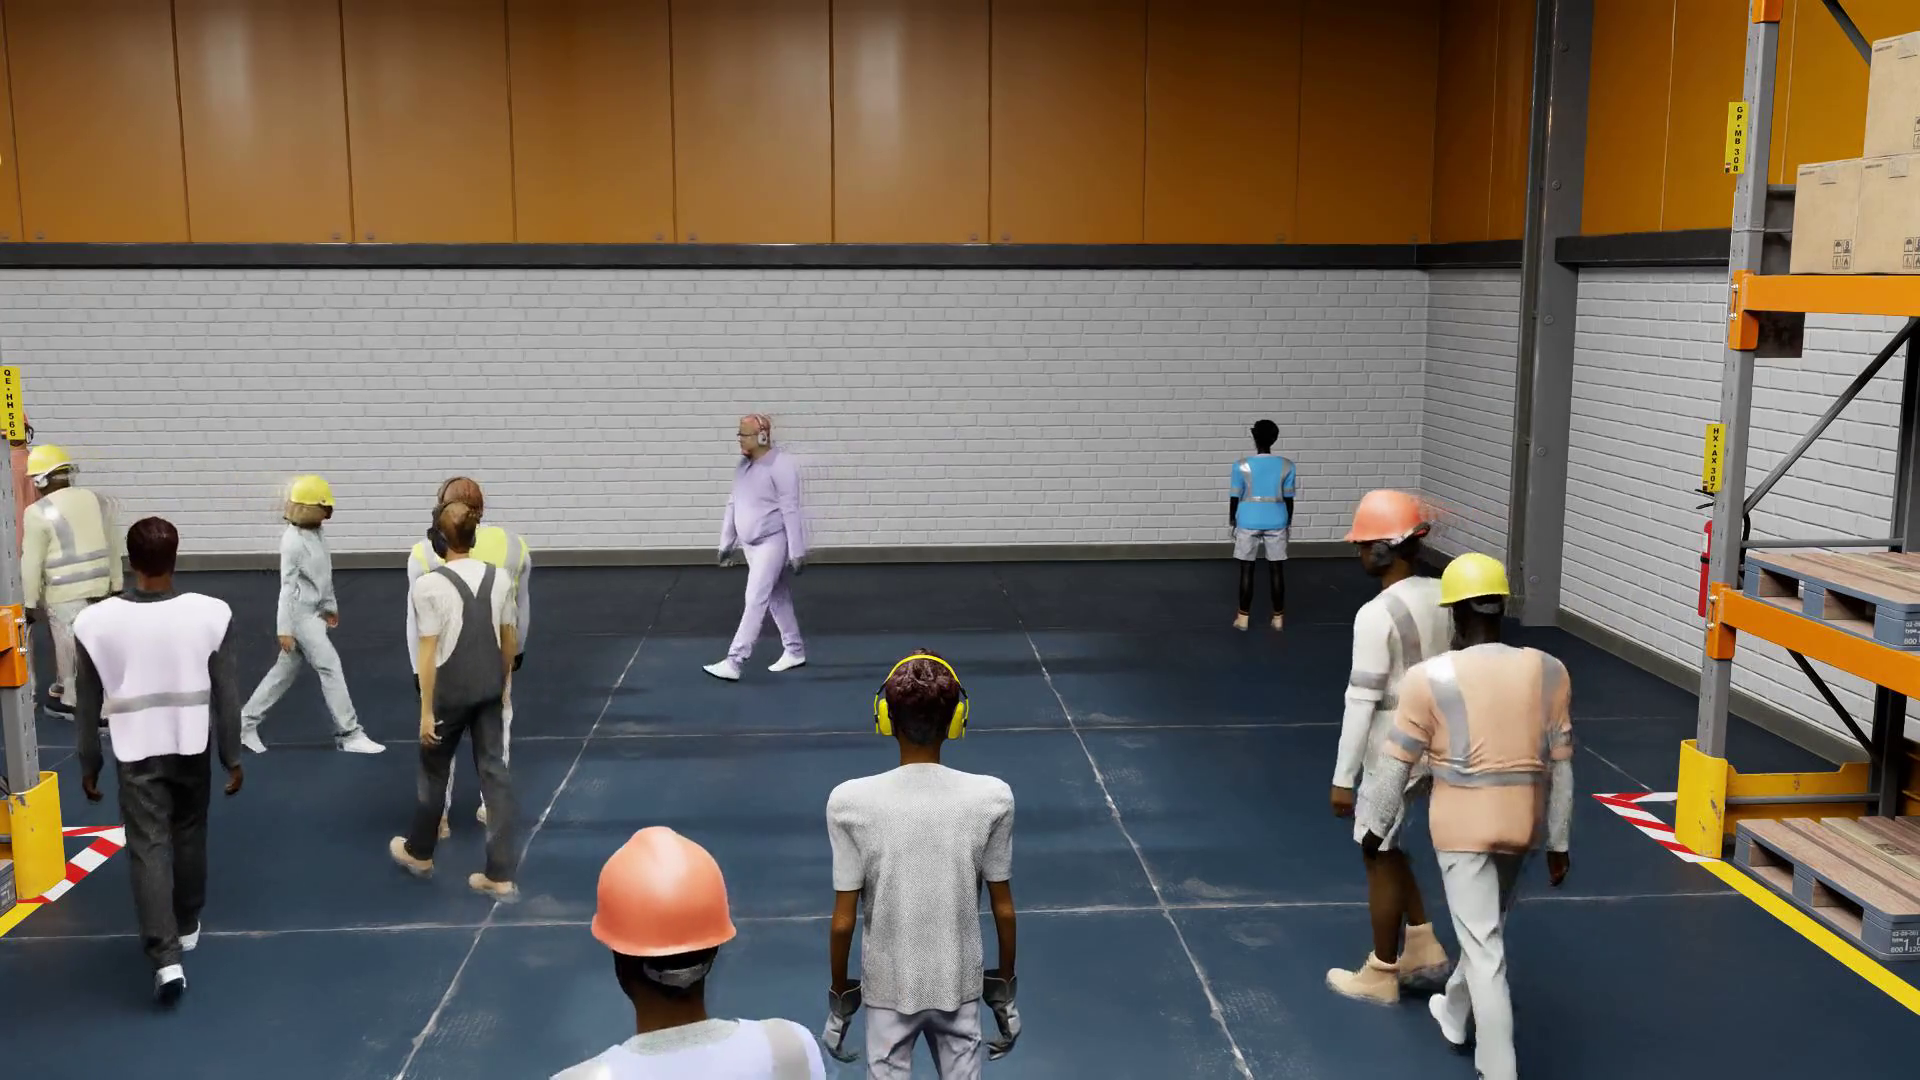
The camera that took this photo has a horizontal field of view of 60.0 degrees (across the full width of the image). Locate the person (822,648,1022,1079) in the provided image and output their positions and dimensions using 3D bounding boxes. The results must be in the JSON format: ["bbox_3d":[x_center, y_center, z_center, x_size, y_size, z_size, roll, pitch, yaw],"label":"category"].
[{"bbox_3d":[-0.101,1.208,4.406,0.532,1.871,0.319,-1,9,-9],"label":"person"}]

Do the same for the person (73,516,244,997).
[{"bbox_3d":[-3.205,0.842,6.684,0.600,1.880,0.951,-5,10,-28],"label":"person"}]

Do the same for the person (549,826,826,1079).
[{"bbox_3d":[-0.476,1.439,2.933,0.568,1.889,0.995,-5,10,-27],"label":"person"}]

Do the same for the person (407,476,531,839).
[{"bbox_3d":[-2.471,0.593,8.391,0.642,1.840,0.435,-6,11,-32],"label":"person"}]

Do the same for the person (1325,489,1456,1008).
[{"bbox_3d":[1.641,0.815,6.399,0.435,2.027,0.637,7,12,39],"label":"person"}]

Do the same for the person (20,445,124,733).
[{"bbox_3d":[-5.580,0.309,10.311,0.811,1.784,0.612,2,9,15],"label":"person"}]

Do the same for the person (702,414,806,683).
[{"bbox_3d":[-1.462,0.056,11.657,0.960,1.859,0.670,-7,11,-36],"label":"person"}]

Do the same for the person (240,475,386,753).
[{"bbox_3d":[-3.899,0.444,9.761,0.883,1.689,0.553,-1,9,-4],"label":"person"}]

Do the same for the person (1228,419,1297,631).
[{"bbox_3d":[2.409,-0.113,13.261,0.537,1.690,0.319,0,9,0],"label":"person"}]

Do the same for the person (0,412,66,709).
[{"bbox_3d":[-6.129,0.115,10.912,0.394,1.985,0.608,6,11,32],"label":"person"}]

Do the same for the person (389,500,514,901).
[{"bbox_3d":[-2.352,0.714,7.678,0.894,1.810,0.546,8,12,42],"label":"person"}]

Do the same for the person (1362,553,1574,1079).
[{"bbox_3d":[1.757,0.983,5.795,0.619,1.867,0.929,-2,9,-12],"label":"person"}]
